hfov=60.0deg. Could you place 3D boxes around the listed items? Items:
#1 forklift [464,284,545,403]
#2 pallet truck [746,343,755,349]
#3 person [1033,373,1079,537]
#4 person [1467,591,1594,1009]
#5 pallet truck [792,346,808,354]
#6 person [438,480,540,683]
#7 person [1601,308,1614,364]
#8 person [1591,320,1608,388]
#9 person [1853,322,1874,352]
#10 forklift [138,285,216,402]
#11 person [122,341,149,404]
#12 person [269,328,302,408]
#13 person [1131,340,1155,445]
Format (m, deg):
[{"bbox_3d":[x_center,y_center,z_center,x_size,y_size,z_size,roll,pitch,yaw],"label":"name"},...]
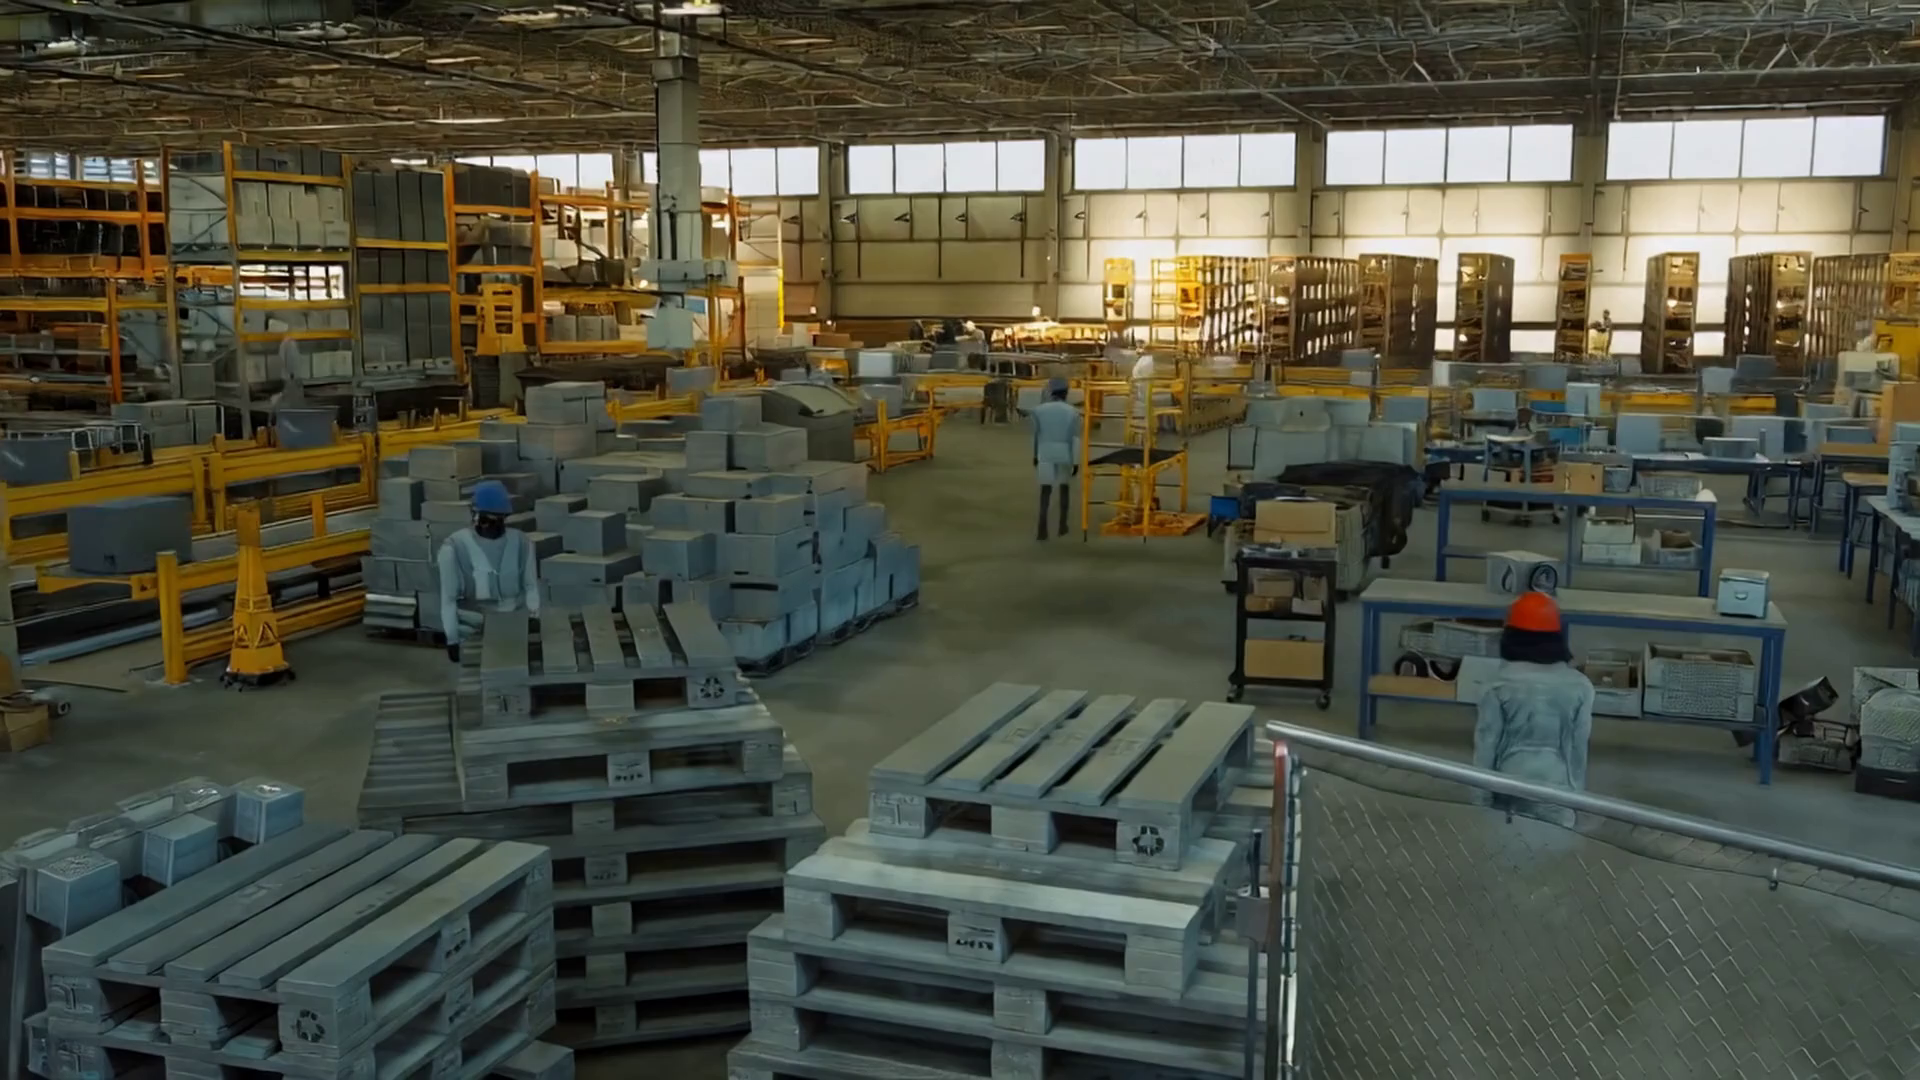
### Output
[{"bbox_3d":[-10.832,-4.702,39.610,1.129,2.768,1.873,3,10,20],"label":"forklift"},{"bbox_3d":[-6.183,-4.618,44.264,1.601,1.201,0.680,-9,12,-43],"label":"pallet truck"},{"bbox_3d":[1.096,-0.966,19.187,0.557,1.914,0.754,2,9,13],"label":"person"},{"bbox_3d":[2.356,1.074,6.907,0.490,1.742,0.322,0,9,-3],"label":"person"},{"bbox_3d":[-3.705,-4.298,42.022,0.653,1.274,1.630,3,10,20],"label":"pallet truck"},{"bbox_3d":[-2.820,0.539,10.052,0.610,1.821,0.414,-6,11,-34],"label":"person"},{"bbox_3d":[20.478,-6.346,52.736,0.392,1.985,0.610,0,9,-1],"label":"person"},{"bbox_3d":[17.097,-4.960,44.497,0.404,1.836,0.600,1,9,6],"label":"person"},{"bbox_3d":[19.828,-3.793,36.699,0.620,1.984,1.053,-8,12,-43],"label":"person"},{"bbox_3d":[-17.480,-4.200,36.461,1.873,2.768,1.129,3,10,19],"label":"forklift"},{"bbox_3d":[-14.089,-2.430,28.346,0.383,1.929,0.539,9,12,43],"label":"person"},{"bbox_3d":[-14.689,-3.679,36.318,0.718,1.877,0.654,-8,12,-41],"label":"person"},{"bbox_3d":[3.203,-2.613,29.596,0.437,1.888,0.667,-2,9,-11],"label":"person"}]
